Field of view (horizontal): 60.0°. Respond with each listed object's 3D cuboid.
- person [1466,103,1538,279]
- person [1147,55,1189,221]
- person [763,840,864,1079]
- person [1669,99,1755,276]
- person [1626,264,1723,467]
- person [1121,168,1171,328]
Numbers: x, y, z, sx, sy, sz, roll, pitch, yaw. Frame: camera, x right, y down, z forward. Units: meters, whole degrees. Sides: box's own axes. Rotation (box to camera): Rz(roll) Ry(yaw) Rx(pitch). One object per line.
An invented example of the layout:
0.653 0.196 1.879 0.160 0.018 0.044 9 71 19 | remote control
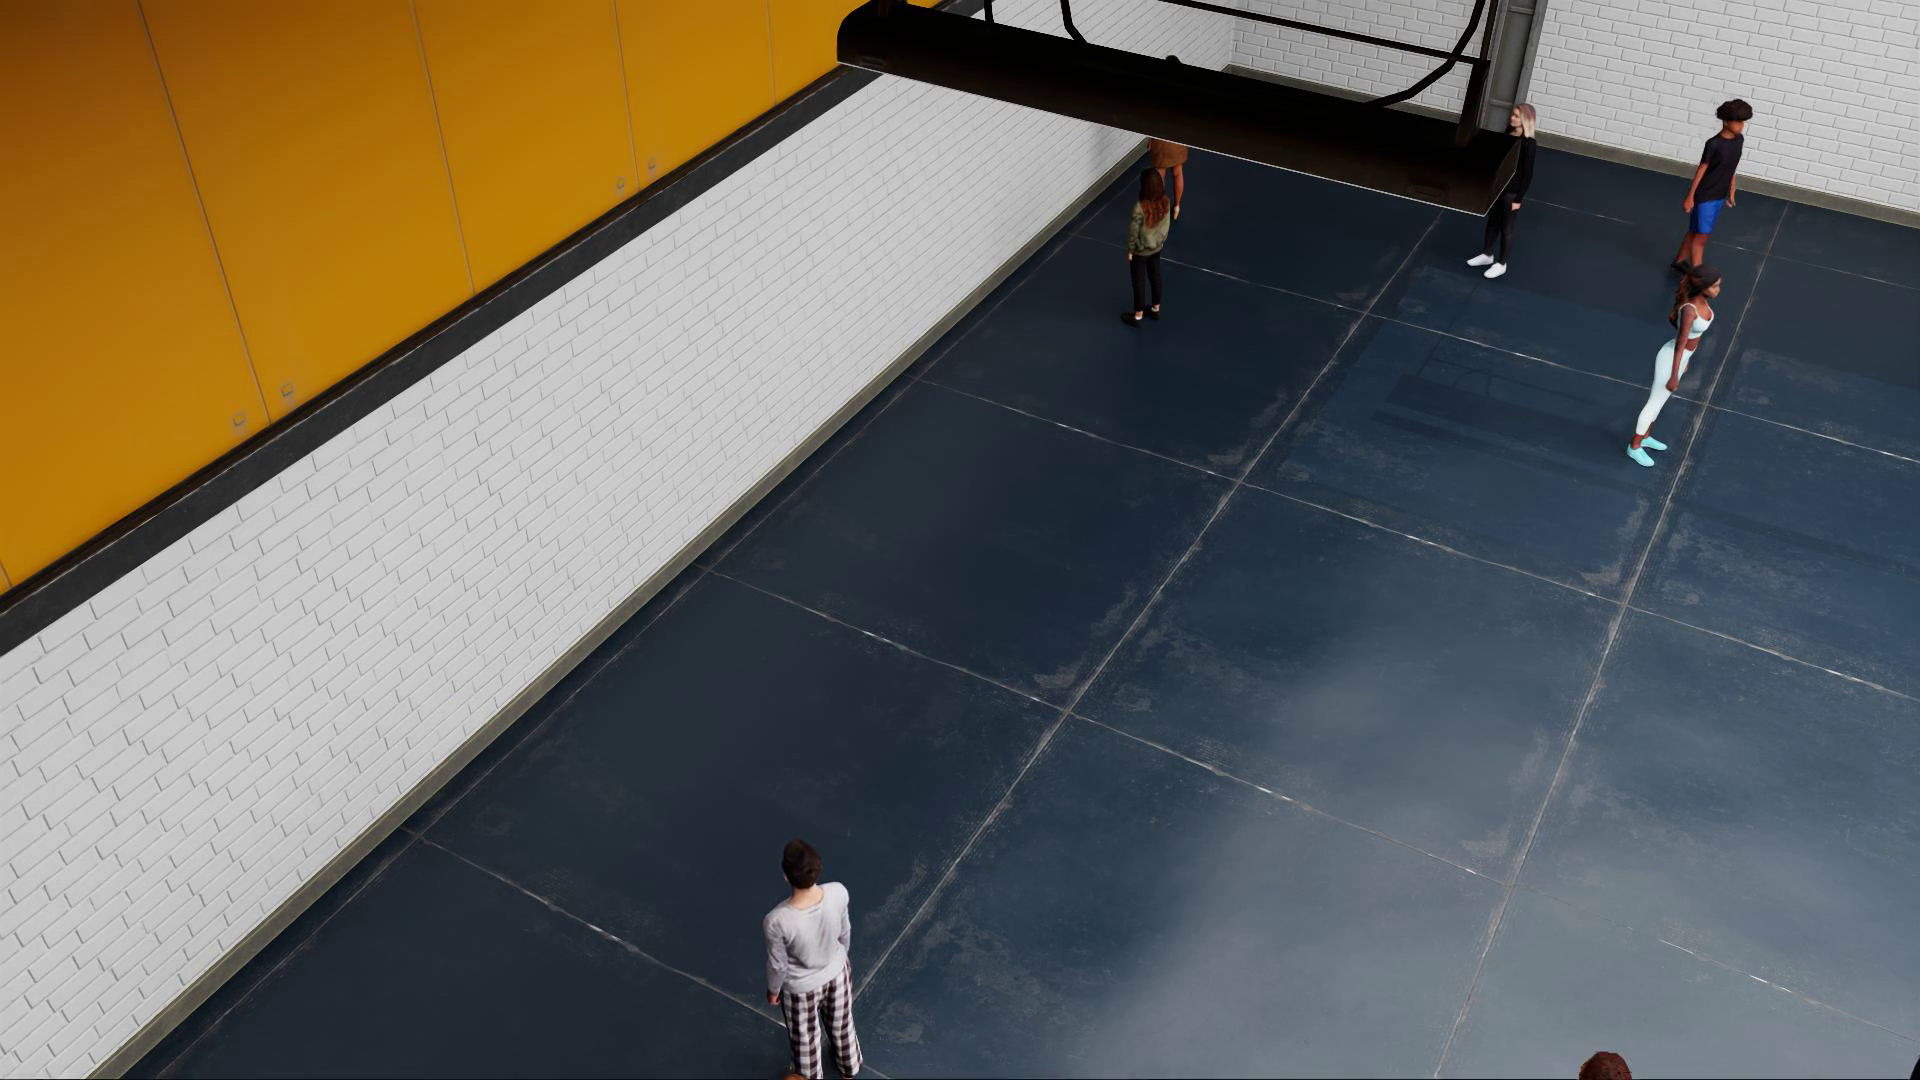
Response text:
5.058 -3.232 15.344 0.755 1.685 0.670 -15 41 -18 | person
2.031 -3.873 16.167 0.640 1.661 0.687 -13 40 -15 | person
-0.740 2.192 8.423 0.702 1.847 0.691 -22 44 -25 | person
6.817 -3.202 15.227 0.852 1.784 0.949 -20 43 -23 | person
5.592 -1.391 13.008 0.538 1.723 0.579 23 44 26 | person
1.660 -2.595 14.716 0.638 1.474 0.614 -26 45 -29 | person
